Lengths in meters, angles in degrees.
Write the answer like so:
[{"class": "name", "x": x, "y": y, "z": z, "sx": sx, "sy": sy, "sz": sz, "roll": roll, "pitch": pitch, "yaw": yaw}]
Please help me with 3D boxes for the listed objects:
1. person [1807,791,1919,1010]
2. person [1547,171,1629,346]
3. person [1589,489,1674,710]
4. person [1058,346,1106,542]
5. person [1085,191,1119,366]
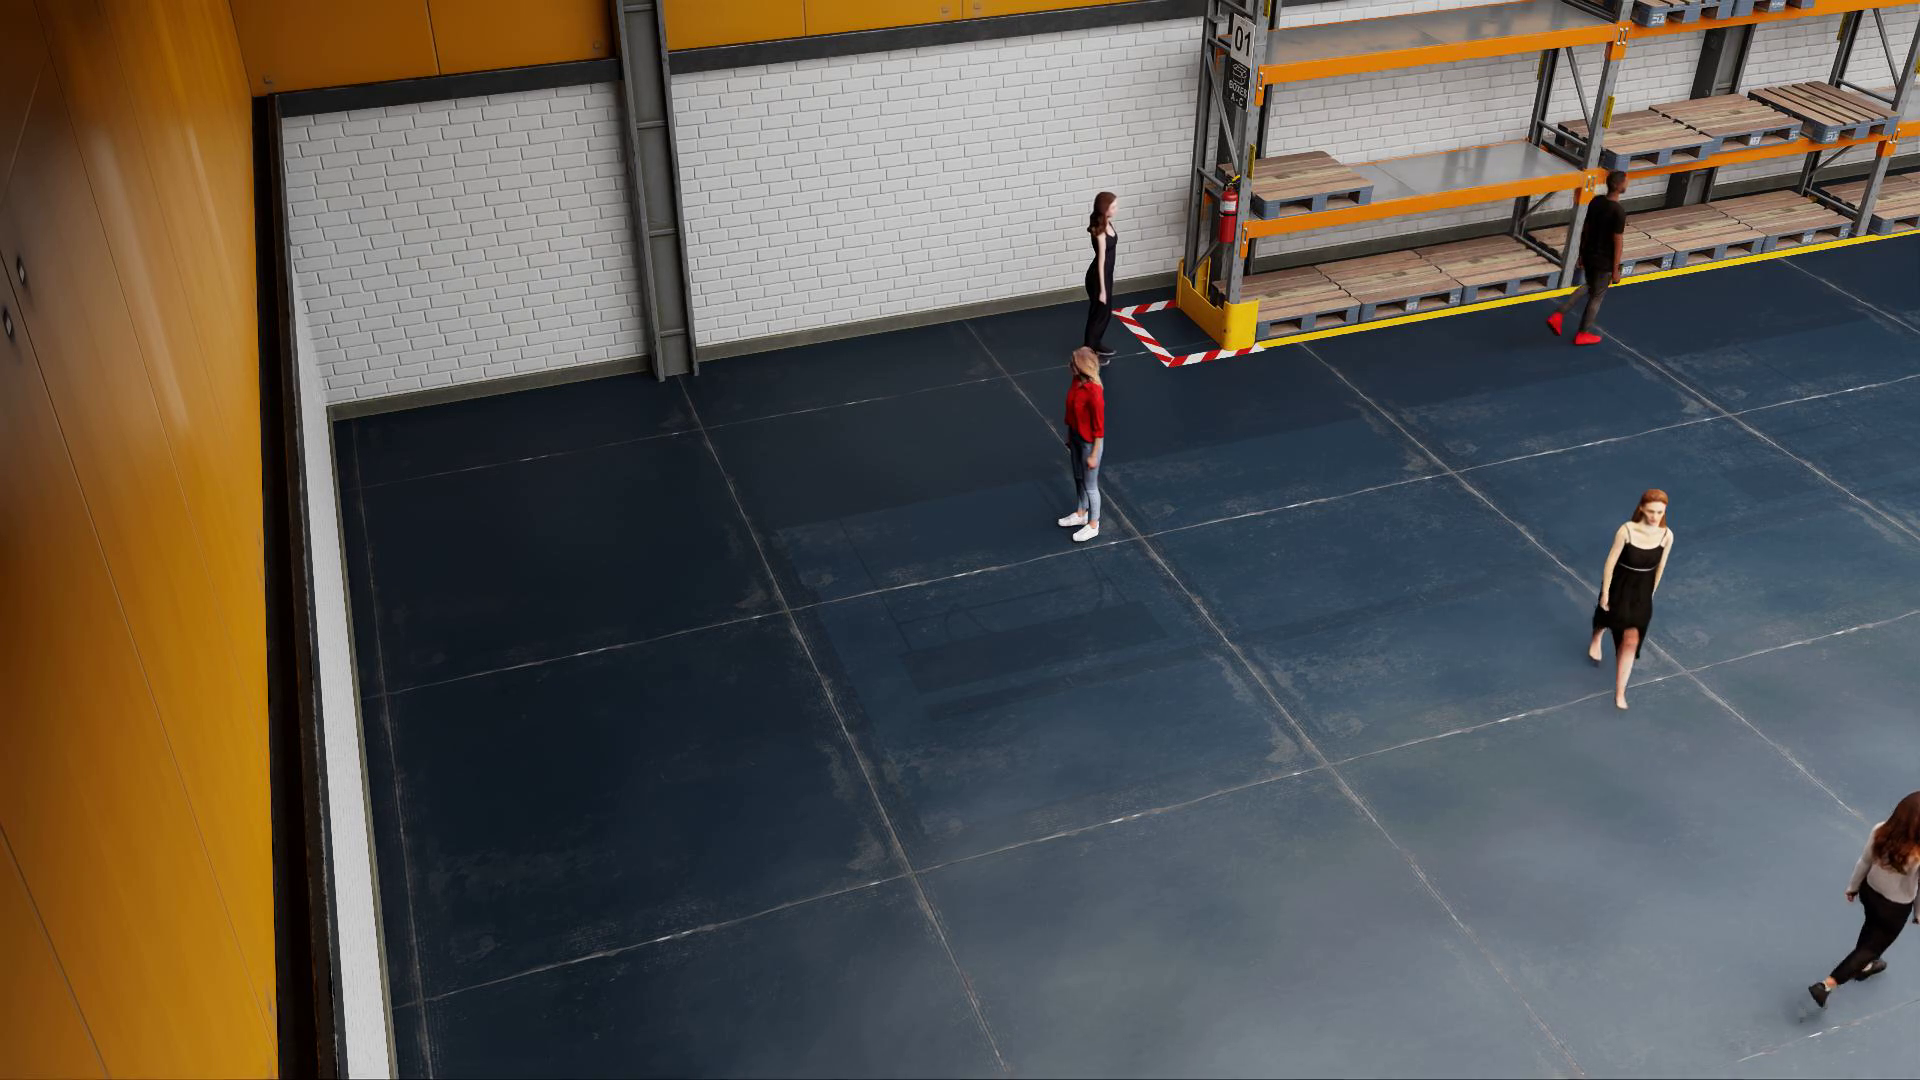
[{"class": "person", "x": 5.115, "y": 2.037, "z": 9.266, "sx": 0.969, "sy": 1.462, "sz": 0.591, "roll": -16, "pitch": 37, "yaw": -22}, {"class": "person", "x": 6.095, "y": -2.691, "z": 16.082, "sx": 0.822, "sy": 1.791, "sz": 0.671, "roll": -9, "pitch": 35, "yaw": -14}, {"class": "person", "x": 4.698, "y": 0.311, "z": 11.760, "sx": 1.118, "sy": 1.576, "sz": 1.031, "roll": 7, "pitch": 34, "yaw": 10}, {"class": "person", "x": 1.001, "y": -0.777, "z": 13.280, "sx": 0.515, "sy": 1.706, "sz": 0.633, "roll": -14, "pitch": 36, "yaw": -20}, {"class": "person", "x": 1.323, "y": -2.498, "z": 15.838, "sx": 0.698, "sy": 1.742, "sz": 0.676, "roll": 7, "pitch": 34, "yaw": 10}]
